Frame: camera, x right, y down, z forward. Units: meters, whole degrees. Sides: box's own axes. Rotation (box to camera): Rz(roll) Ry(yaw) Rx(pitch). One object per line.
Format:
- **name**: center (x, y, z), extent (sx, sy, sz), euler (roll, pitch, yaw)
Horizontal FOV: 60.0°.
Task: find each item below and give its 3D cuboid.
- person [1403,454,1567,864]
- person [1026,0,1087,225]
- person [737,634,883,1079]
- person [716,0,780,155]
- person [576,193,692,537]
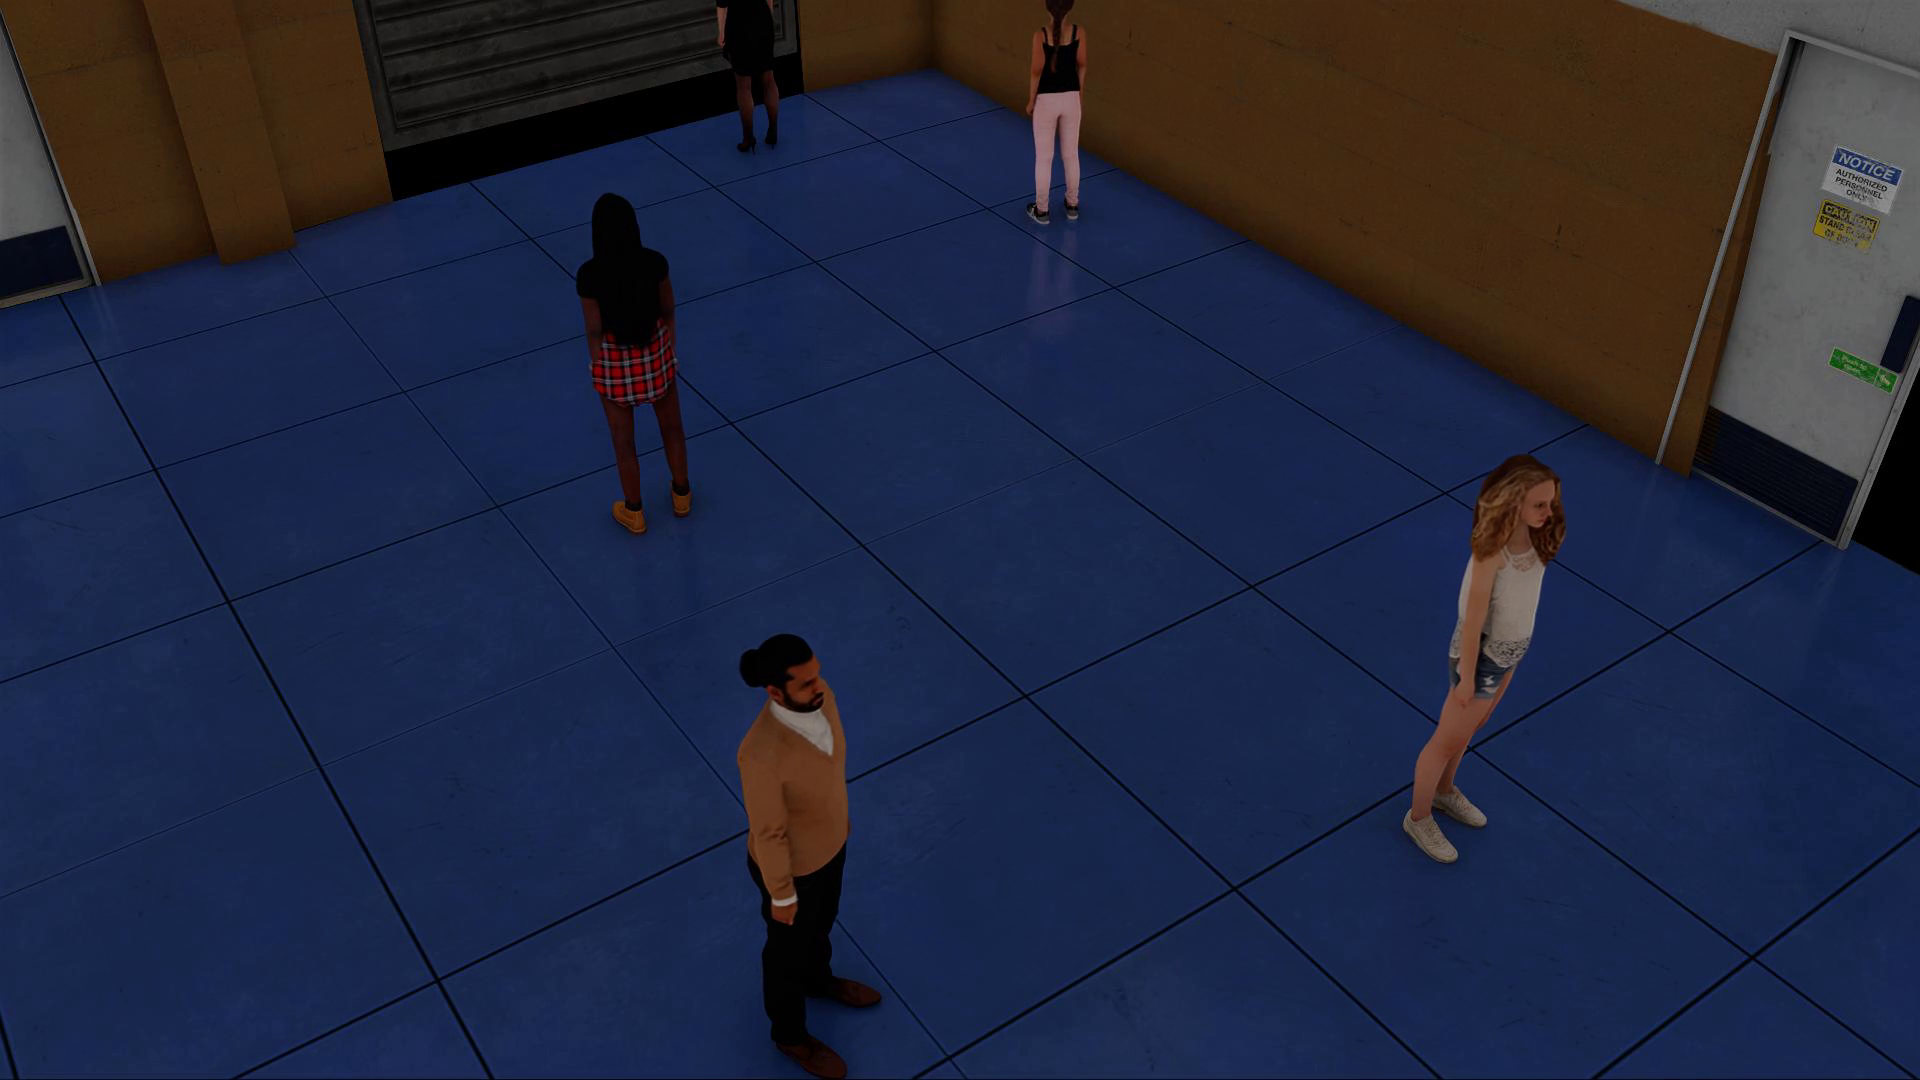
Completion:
- **person**: center (1.909, 0.427, 6.113), extent (0.685, 1.759, 0.524), euler (28, 45, 32)
- **person**: center (0.618, -2.762, 10.523), extent (0.557, 1.565, 0.667), euler (-8, 38, -11)
- **person**: center (-0.512, 0.997, 5.357), extent (0.817, 1.754, 0.726), euler (12, 38, 15)
- **person**: center (-1.439, -3.471, 11.337), extent (0.442, 1.706, 0.653), euler (-20, 41, -25)
- **person**: center (-1.525, -0.817, 7.796), extent (0.538, 1.728, 0.668), euler (-20, 41, -25)
